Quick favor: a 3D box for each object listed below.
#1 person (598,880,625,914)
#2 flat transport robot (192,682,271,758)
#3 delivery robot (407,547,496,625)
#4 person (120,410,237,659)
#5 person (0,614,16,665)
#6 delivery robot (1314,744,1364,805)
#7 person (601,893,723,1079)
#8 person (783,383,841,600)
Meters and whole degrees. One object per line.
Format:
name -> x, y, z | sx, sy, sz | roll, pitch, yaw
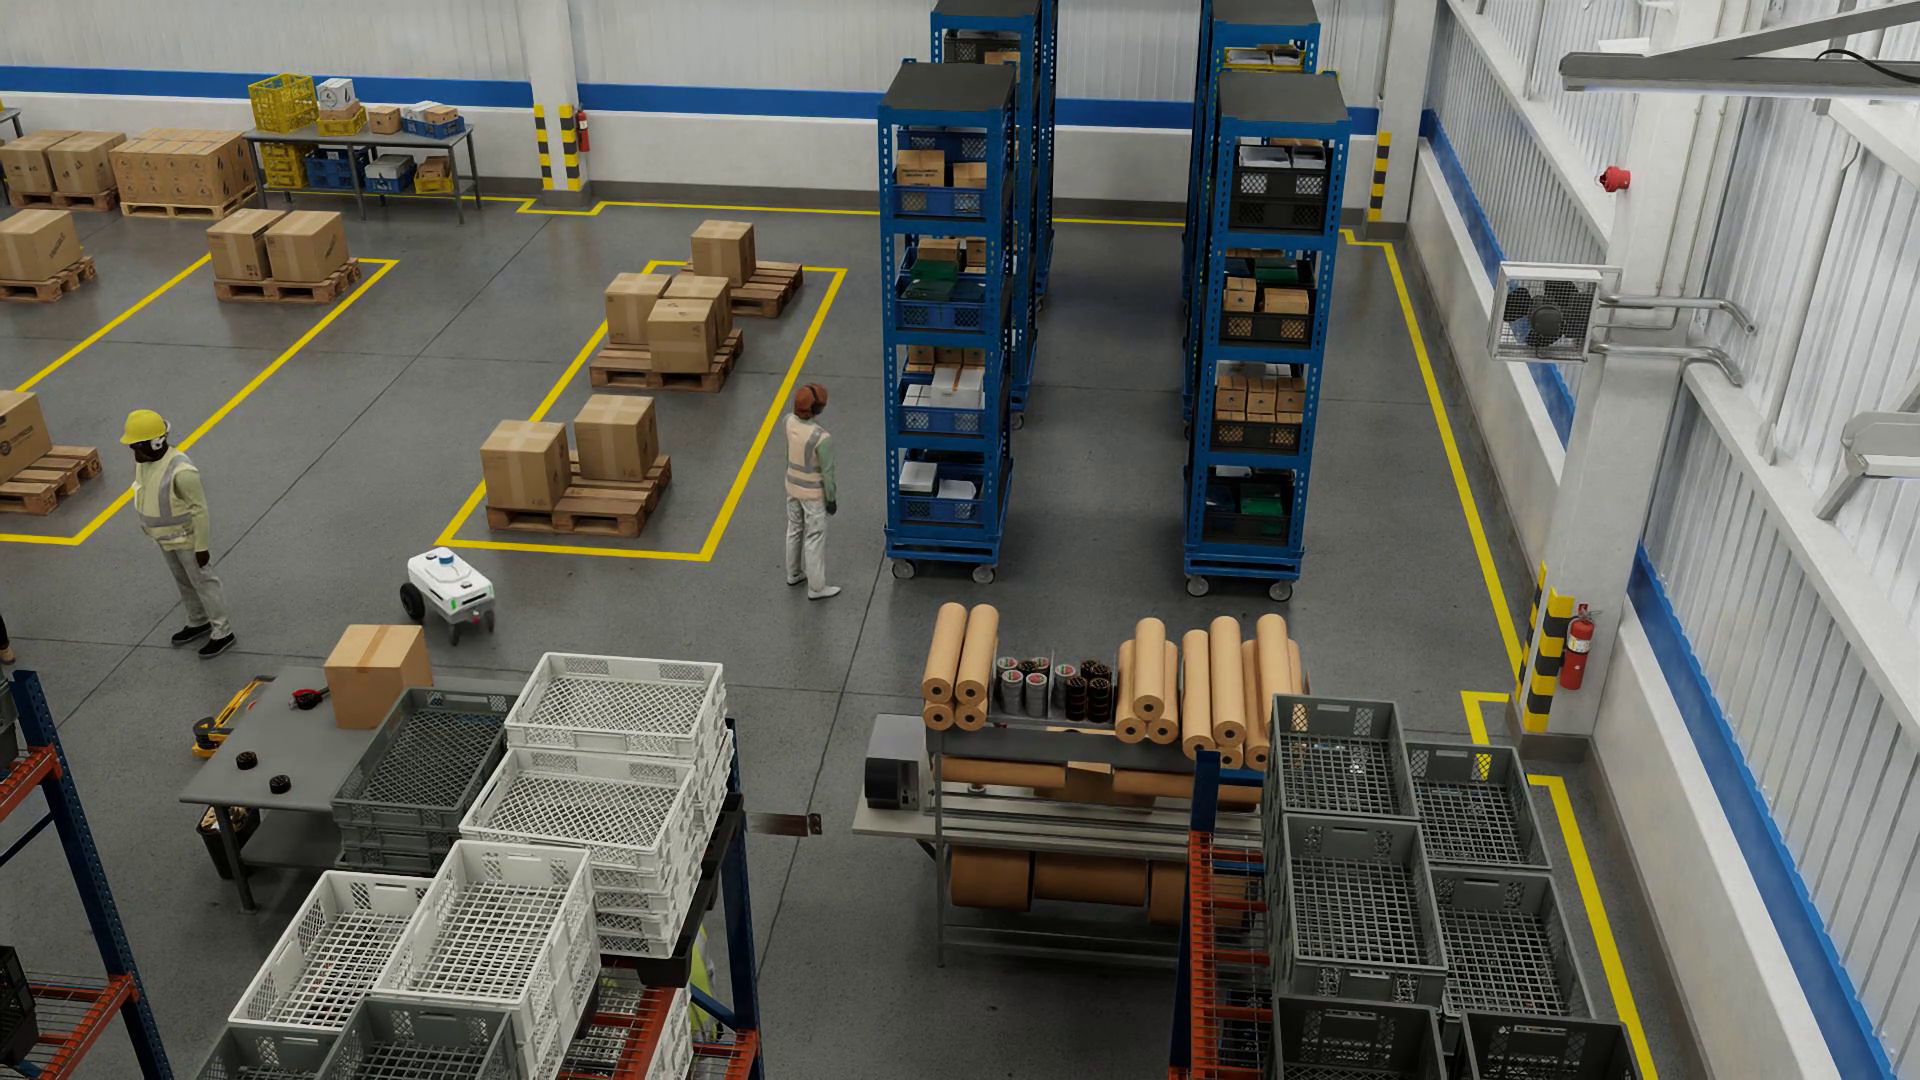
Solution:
person -> -1.726, 1.871, 7.790 | 0.634, 1.936, 0.360 | -7, 31, -13
flat transport robot -> -4.089, 1.163, 10.648 | 1.431, 0.197, 0.652 | 3, 30, 6
delivery robot -> -3.597, 0.306, 11.751 | 0.477, 0.478, 0.707 | -25, 38, -36
person -> -5.271, -0.049, 11.189 | 0.601, 1.830, 0.403 | 20, 36, 31
person -> -6.663, 0.170, 10.944 | 0.320, 1.698, 0.531 | 13, 33, 21
delivery robot -> 2.175, 1.371, 9.922 | 0.477, 0.478, 0.707 | -10, 32, -17
person -> -1.272, 2.234, 7.272 | 0.429, 1.837, 0.629 | 18, 35, 28
person -> -1.074, -0.353, 11.912 | 0.322, 1.632, 0.521 | -23, 37, -34
